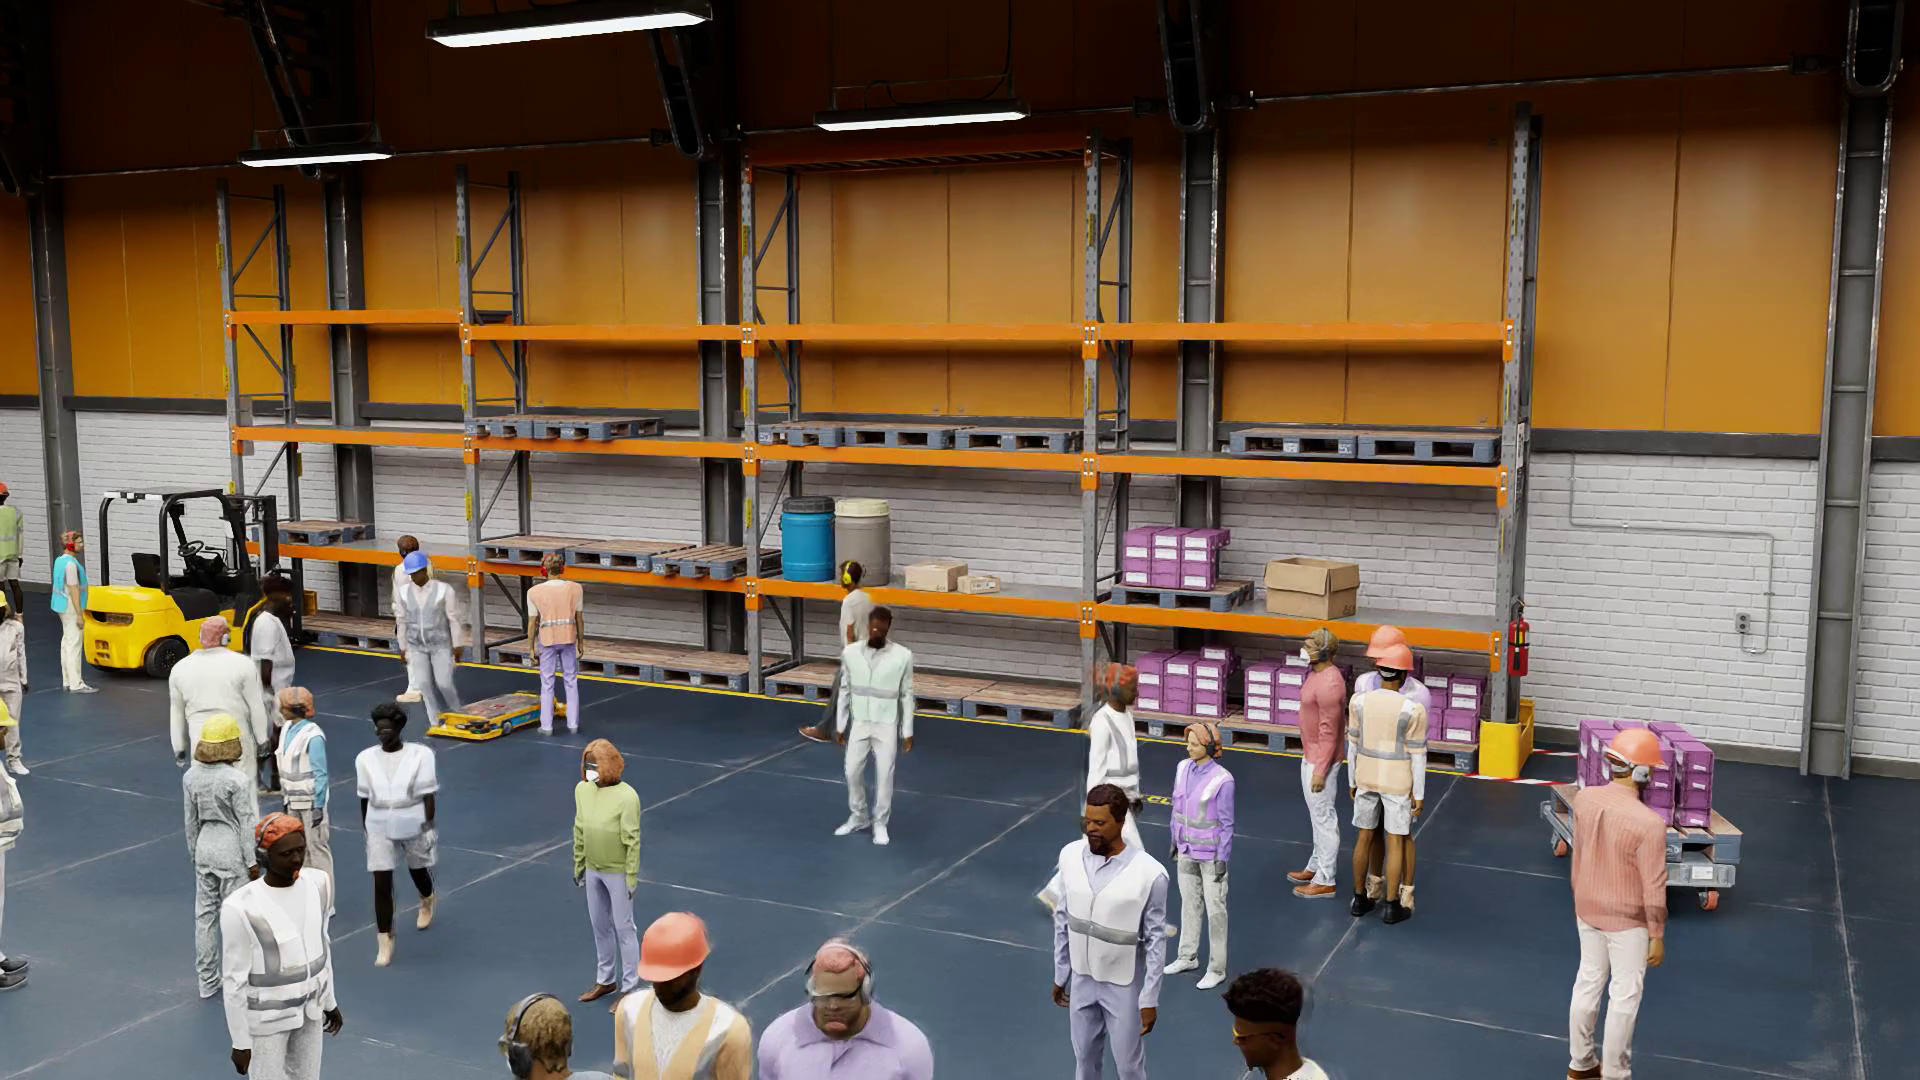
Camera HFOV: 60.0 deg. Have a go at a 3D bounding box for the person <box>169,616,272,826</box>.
[{"bbox_3d":[-5.601,1.523,12.619,0.707,1.898,0.432,0,7,2],"label":"person"}]

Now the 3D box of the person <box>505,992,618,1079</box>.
[{"bbox_3d":[-1.293,2.388,5.296,0.373,1.928,0.639,4,8,28],"label":"person"}]

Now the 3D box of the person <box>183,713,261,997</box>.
[{"bbox_3d":[-4.429,1.905,10.039,0.491,1.744,0.295,2,7,18],"label":"person"}]

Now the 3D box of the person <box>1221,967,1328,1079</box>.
[{"bbox_3d":[1.166,2.369,5.415,0.731,1.936,0.665,2,7,17],"label":"person"}]

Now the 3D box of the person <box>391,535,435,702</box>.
[{"bbox_3d":[-6.022,0.858,18.298,0.430,1.841,0.624,2,7,15],"label":"person"}]

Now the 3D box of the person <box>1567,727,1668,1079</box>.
[{"bbox_3d":[3.444,1.951,8.683,0.413,1.984,0.624,-3,7,-21],"label":"person"}]

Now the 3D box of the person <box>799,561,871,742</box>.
[{"bbox_3d":[-1.097,1.109,16.295,0.943,1.818,0.513,3,8,26],"label":"person"}]

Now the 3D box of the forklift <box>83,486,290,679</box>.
[{"bbox_3d":[-9.426,0.454,20.179,1.214,2.155,2.313,3,8,26],"label":"forklift"}]

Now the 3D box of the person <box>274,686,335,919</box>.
[{"bbox_3d":[-4.473,1.799,11.352,0.515,1.636,0.315,6,9,43],"label":"person"}]

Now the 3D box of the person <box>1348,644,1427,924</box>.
[{"bbox_3d":[2.923,1.656,11.370,0.549,1.924,0.388,5,8,34],"label":"person"}]

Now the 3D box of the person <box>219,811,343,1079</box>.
[{"bbox_3d":[-3.033,2.145,7.474,0.337,1.882,0.584,3,8,26],"label":"person"}]

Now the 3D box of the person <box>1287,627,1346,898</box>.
[{"bbox_3d":[2.567,1.582,11.904,0.372,1.940,0.631,1,7,6],"label":"person"}]

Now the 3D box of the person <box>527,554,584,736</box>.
[{"bbox_3d":[-4.045,1.057,16.677,0.559,1.836,0.394,-3,8,-26],"label":"person"}]

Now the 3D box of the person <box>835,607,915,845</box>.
[{"bbox_3d":[-0.675,1.454,13.187,0.683,1.895,0.460,2,7,14],"label":"person"}]

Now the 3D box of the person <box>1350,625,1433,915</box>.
[{"bbox_3d":[2.941,1.590,11.474,0.403,2.036,0.599,-5,9,-37],"label":"person"}]

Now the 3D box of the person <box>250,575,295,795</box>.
[{"bbox_3d":[-5.972,1.276,14.449,0.444,1.935,0.664,-2,7,-18],"label":"person"}]

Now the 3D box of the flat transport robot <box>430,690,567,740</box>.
[{"bbox_3d":[-4.693,1.784,17.068,0.652,0.197,1.431,3,8,24],"label":"flat transport robot"}]

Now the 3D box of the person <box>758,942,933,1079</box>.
[{"bbox_3d":[-0.415,2.350,5.801,0.652,1.873,0.865,0,7,2],"label":"person"}]

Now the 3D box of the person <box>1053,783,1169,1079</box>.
[{"bbox_3d":[0.702,2.082,7.860,0.591,1.919,0.392,5,9,36],"label":"person"}]

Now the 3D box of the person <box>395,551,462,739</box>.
[{"bbox_3d":[-5.275,1.043,16.490,0.624,1.907,0.537,1,7,5],"label":"person"}]

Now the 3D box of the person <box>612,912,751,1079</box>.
[{"bbox_3d":[-1.036,2.288,6.170,0.571,1.916,0.737,3,7,21],"label":"person"}]

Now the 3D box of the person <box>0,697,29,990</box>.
[{"bbox_3d":[-5.951,1.852,10.182,0.403,1.818,0.601,-4,8,-32],"label":"person"}]

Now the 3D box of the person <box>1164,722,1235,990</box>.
[{"bbox_3d":[1.490,1.928,10.267,0.307,1.641,0.514,-5,8,-34],"label":"person"}]

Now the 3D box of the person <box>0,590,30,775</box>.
[{"bbox_3d":[-8.691,1.298,15.053,0.321,1.742,0.492,6,9,40],"label":"person"}]

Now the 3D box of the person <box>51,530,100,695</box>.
[{"bbox_3d":[-9.963,0.812,18.649,0.388,1.844,0.563,-6,9,-39],"label":"person"}]

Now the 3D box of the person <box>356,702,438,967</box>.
[{"bbox_3d":[-3.642,1.846,10.834,0.527,1.666,0.782,-1,7,-7],"label":"person"}]

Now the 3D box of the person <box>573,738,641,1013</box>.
[{"bbox_3d":[-2.106,1.980,9.906,0.502,1.625,0.294,4,8,32],"label":"person"}]

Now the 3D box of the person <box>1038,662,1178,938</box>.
[{"bbox_3d":[0.968,1.719,11.173,0.954,1.849,0.567,2,7,18],"label":"person"}]

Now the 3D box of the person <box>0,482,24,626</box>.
[{"bbox_3d":[-13.138,0.210,22.799,0.370,2.048,0.608,3,7,23],"label":"person"}]
